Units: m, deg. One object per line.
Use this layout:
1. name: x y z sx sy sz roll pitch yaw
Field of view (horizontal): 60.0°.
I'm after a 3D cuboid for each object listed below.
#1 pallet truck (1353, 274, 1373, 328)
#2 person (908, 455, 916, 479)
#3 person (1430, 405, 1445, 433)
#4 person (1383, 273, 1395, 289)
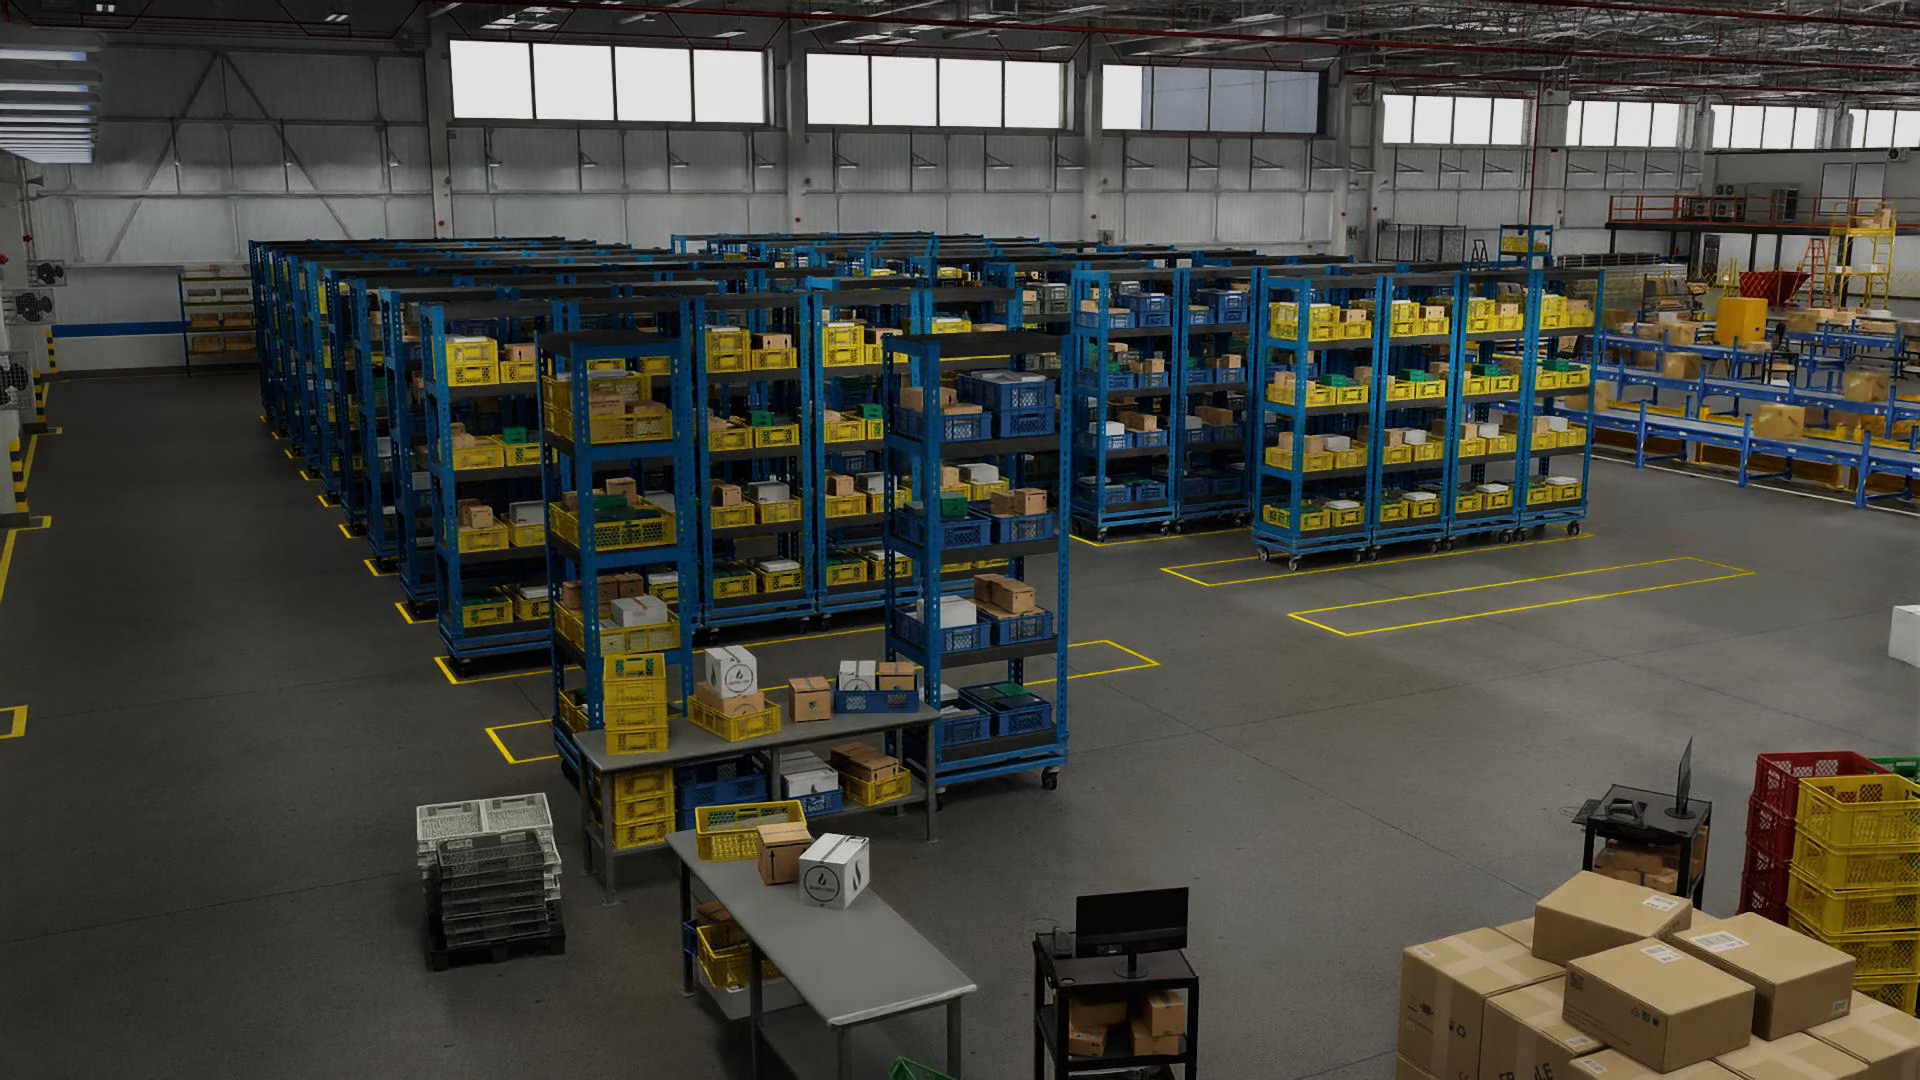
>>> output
1. pallet truck: 13.011 -8.050 55.243 0.823 1.965 1.885 -7 14 -28
2. person: -0.797 -1.255 23.893 0.618 1.810 0.553 -10 15 -38
3. person: 8.227 -2.402 29.033 0.436 1.912 0.645 -10 16 -39
4. person: 13.687 -7.649 53.598 0.400 1.902 0.643 -8 14 -33
